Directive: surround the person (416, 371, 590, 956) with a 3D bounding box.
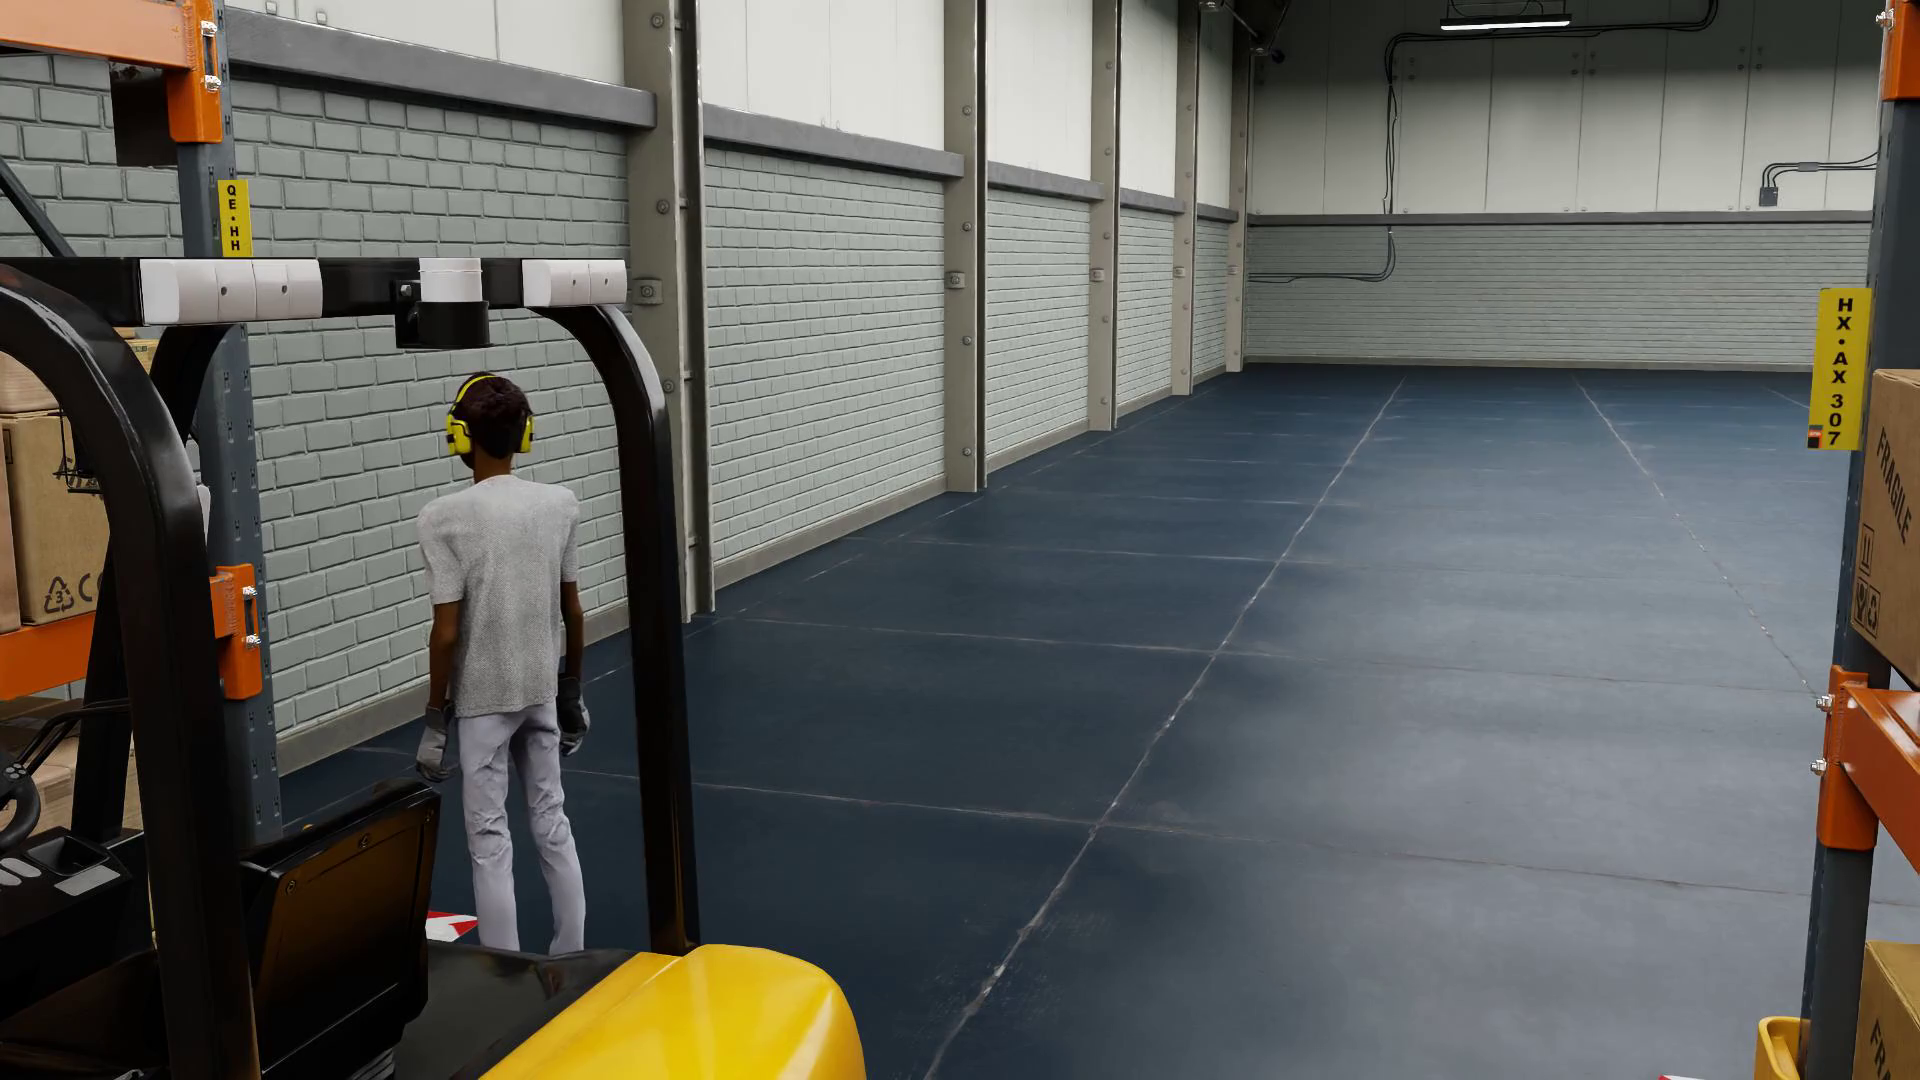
[{"bbox_3d":[-1.282,0.467,4.669,0.311,1.869,0.534,8,13,41],"label":"person"}]
